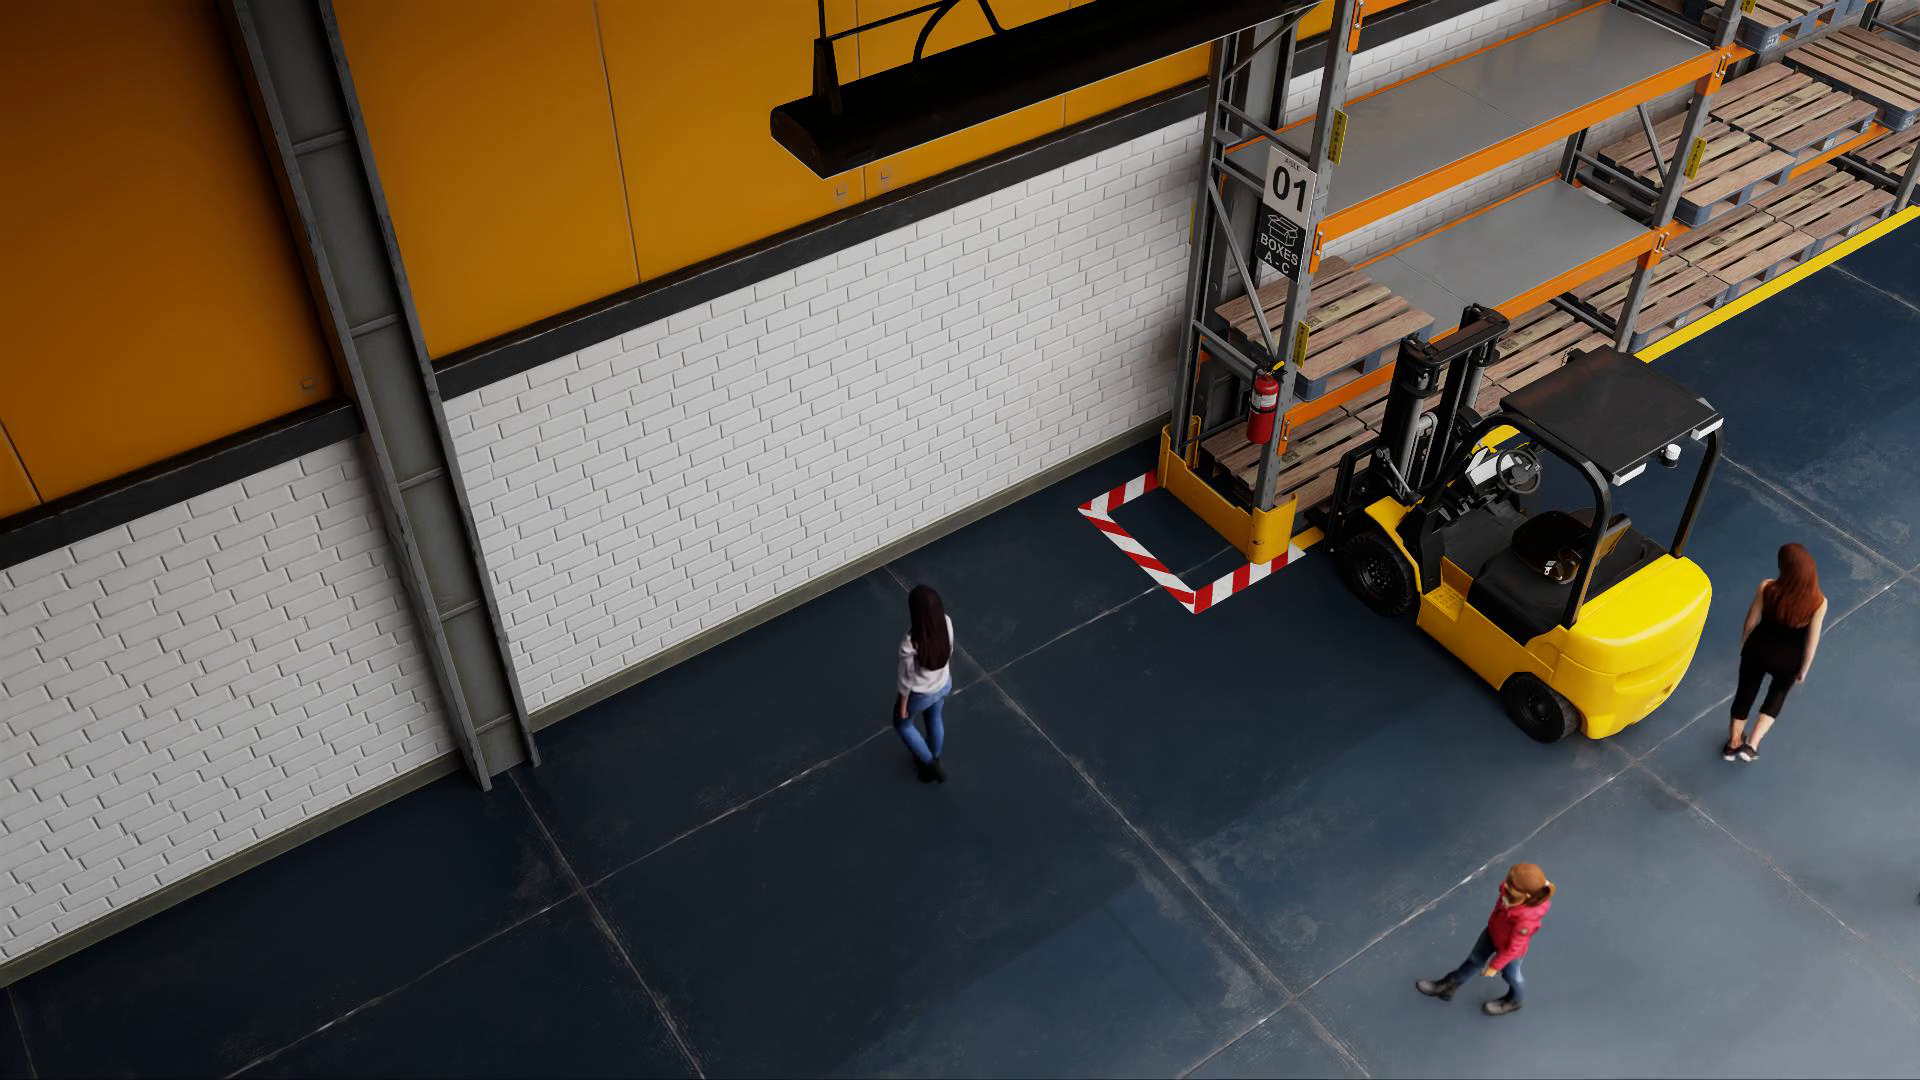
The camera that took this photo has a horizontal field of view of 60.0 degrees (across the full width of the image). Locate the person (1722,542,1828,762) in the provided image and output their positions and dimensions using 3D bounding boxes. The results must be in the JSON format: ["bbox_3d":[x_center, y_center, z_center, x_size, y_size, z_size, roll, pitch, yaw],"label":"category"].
[{"bbox_3d":[4.923,0.764,10.188,0.696,1.699,0.717,33,52,30],"label":"person"}]

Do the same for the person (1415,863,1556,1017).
[{"bbox_3d":[3.027,2.180,8.996,0.915,1.293,0.795,-1,44,-1],"label":"person"}]

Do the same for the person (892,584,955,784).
[{"bbox_3d":[-0.155,0.936,10.063,0.745,1.621,0.605,32,52,29],"label":"person"}]
